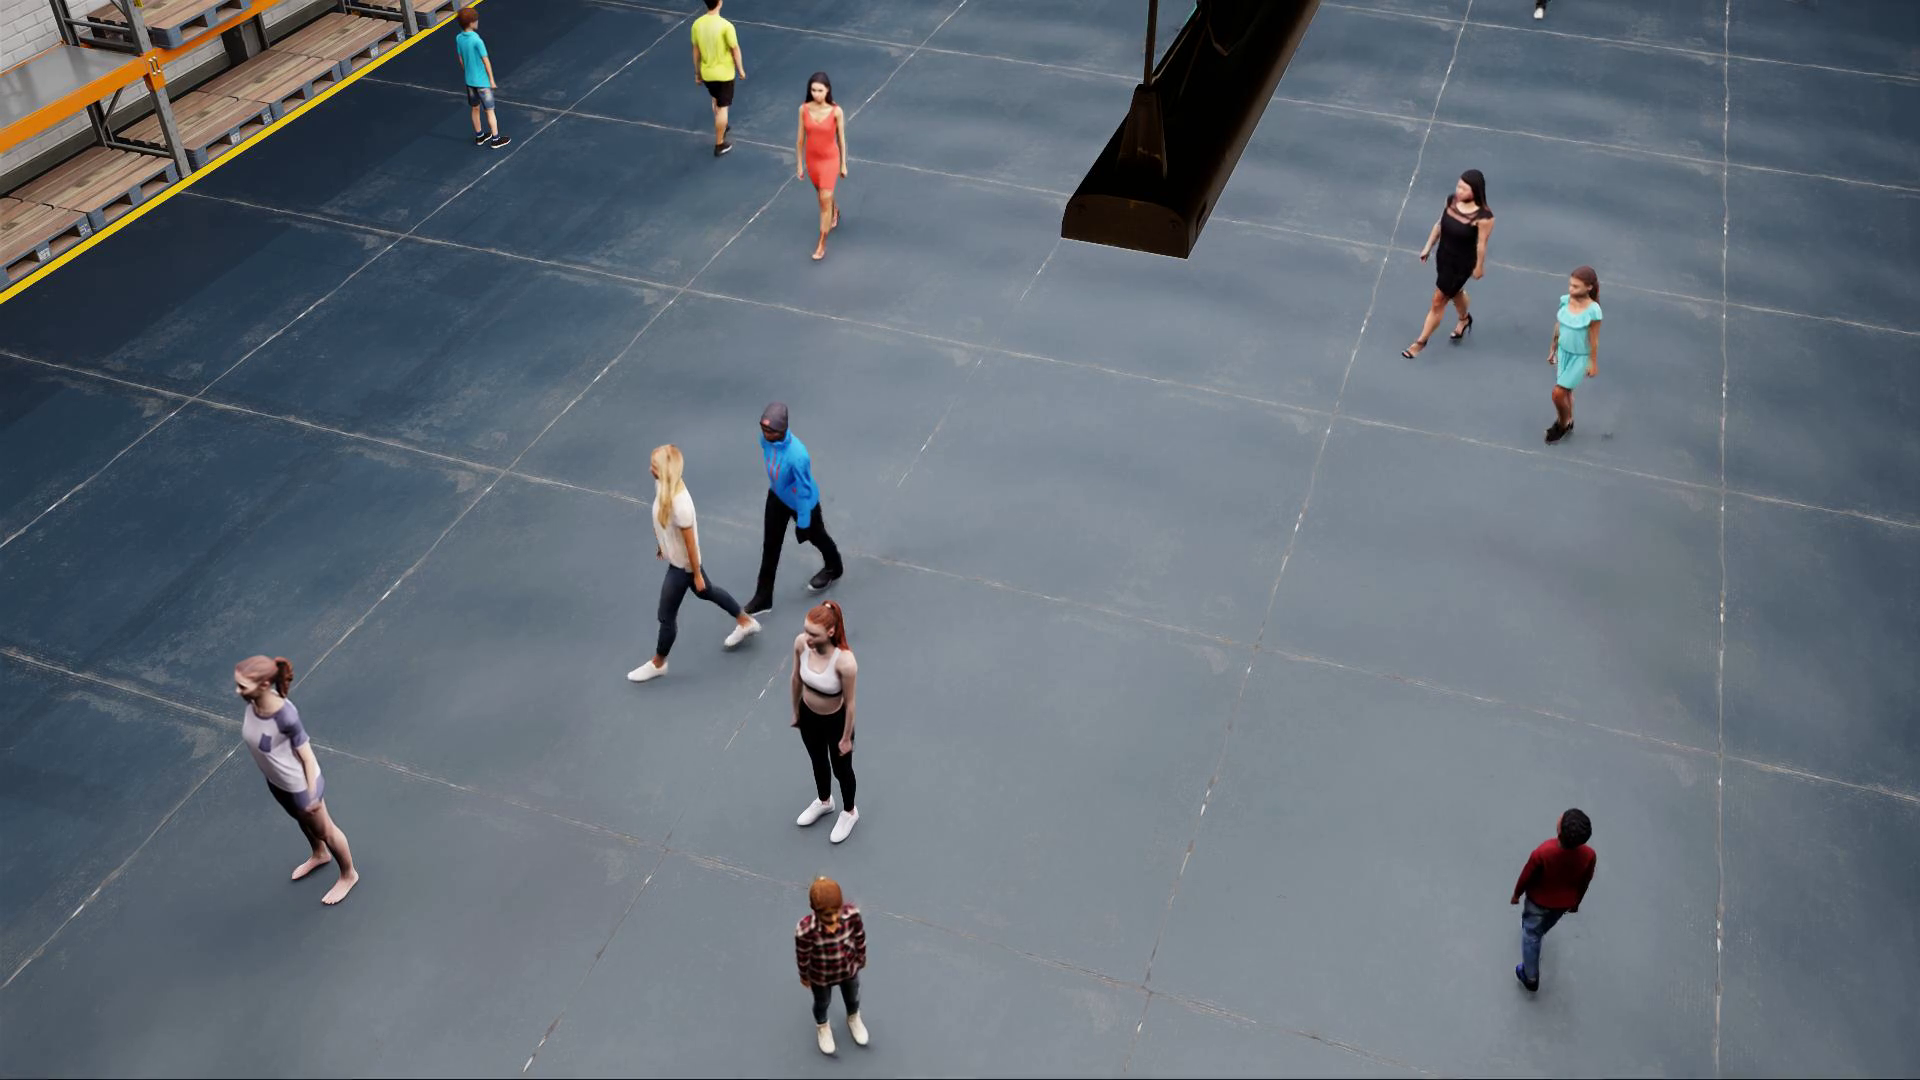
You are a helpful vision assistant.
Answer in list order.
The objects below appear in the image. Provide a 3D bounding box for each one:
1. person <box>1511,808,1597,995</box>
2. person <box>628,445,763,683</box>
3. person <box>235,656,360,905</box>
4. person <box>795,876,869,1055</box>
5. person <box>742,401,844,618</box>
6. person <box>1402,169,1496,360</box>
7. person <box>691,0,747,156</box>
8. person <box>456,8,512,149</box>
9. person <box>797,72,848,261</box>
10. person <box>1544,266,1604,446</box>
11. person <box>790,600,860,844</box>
[{"bbox_3d":[3.179,1.938,8.917,0.672,1.239,0.836,-1,39,-1],"label":"person"},{"bbox_3d":[-1.701,0.122,10.766,1.192,1.770,1.165,-14,41,-17],"label":"person"},{"bbox_3d":[-3.714,1.317,9.273,0.650,1.766,0.648,27,46,29],"label":"person"},{"bbox_3d":[-0.666,2.163,8.588,0.595,1.298,0.653,-15,41,-18],"label":"person"},{"bbox_3d":[-1.062,-0.292,11.315,0.895,1.731,1.195,30,47,32],"label":"person"},{"bbox_3d":[4.199,-2.318,13.905,1.133,1.664,1.067,-17,42,-20],"label":"person"},{"bbox_3d":[-2.503,-4.736,16.916,0.634,1.686,0.805,16,41,19],"label":"person"},{"bbox_3d":[-4.980,-4.768,17.147,0.549,1.448,0.526,19,42,22],"label":"person"},{"bbox_3d":[-1.255,-3.524,15.398,0.703,1.688,1.144,8,39,10],"label":"person"},{"bbox_3d":[4.829,-1.443,12.915,0.772,1.533,0.712,-17,42,-20],"label":"person"},{"bbox_3d":[-0.765,1.042,9.638,0.640,1.740,0.604,24,44,27],"label":"person"}]
